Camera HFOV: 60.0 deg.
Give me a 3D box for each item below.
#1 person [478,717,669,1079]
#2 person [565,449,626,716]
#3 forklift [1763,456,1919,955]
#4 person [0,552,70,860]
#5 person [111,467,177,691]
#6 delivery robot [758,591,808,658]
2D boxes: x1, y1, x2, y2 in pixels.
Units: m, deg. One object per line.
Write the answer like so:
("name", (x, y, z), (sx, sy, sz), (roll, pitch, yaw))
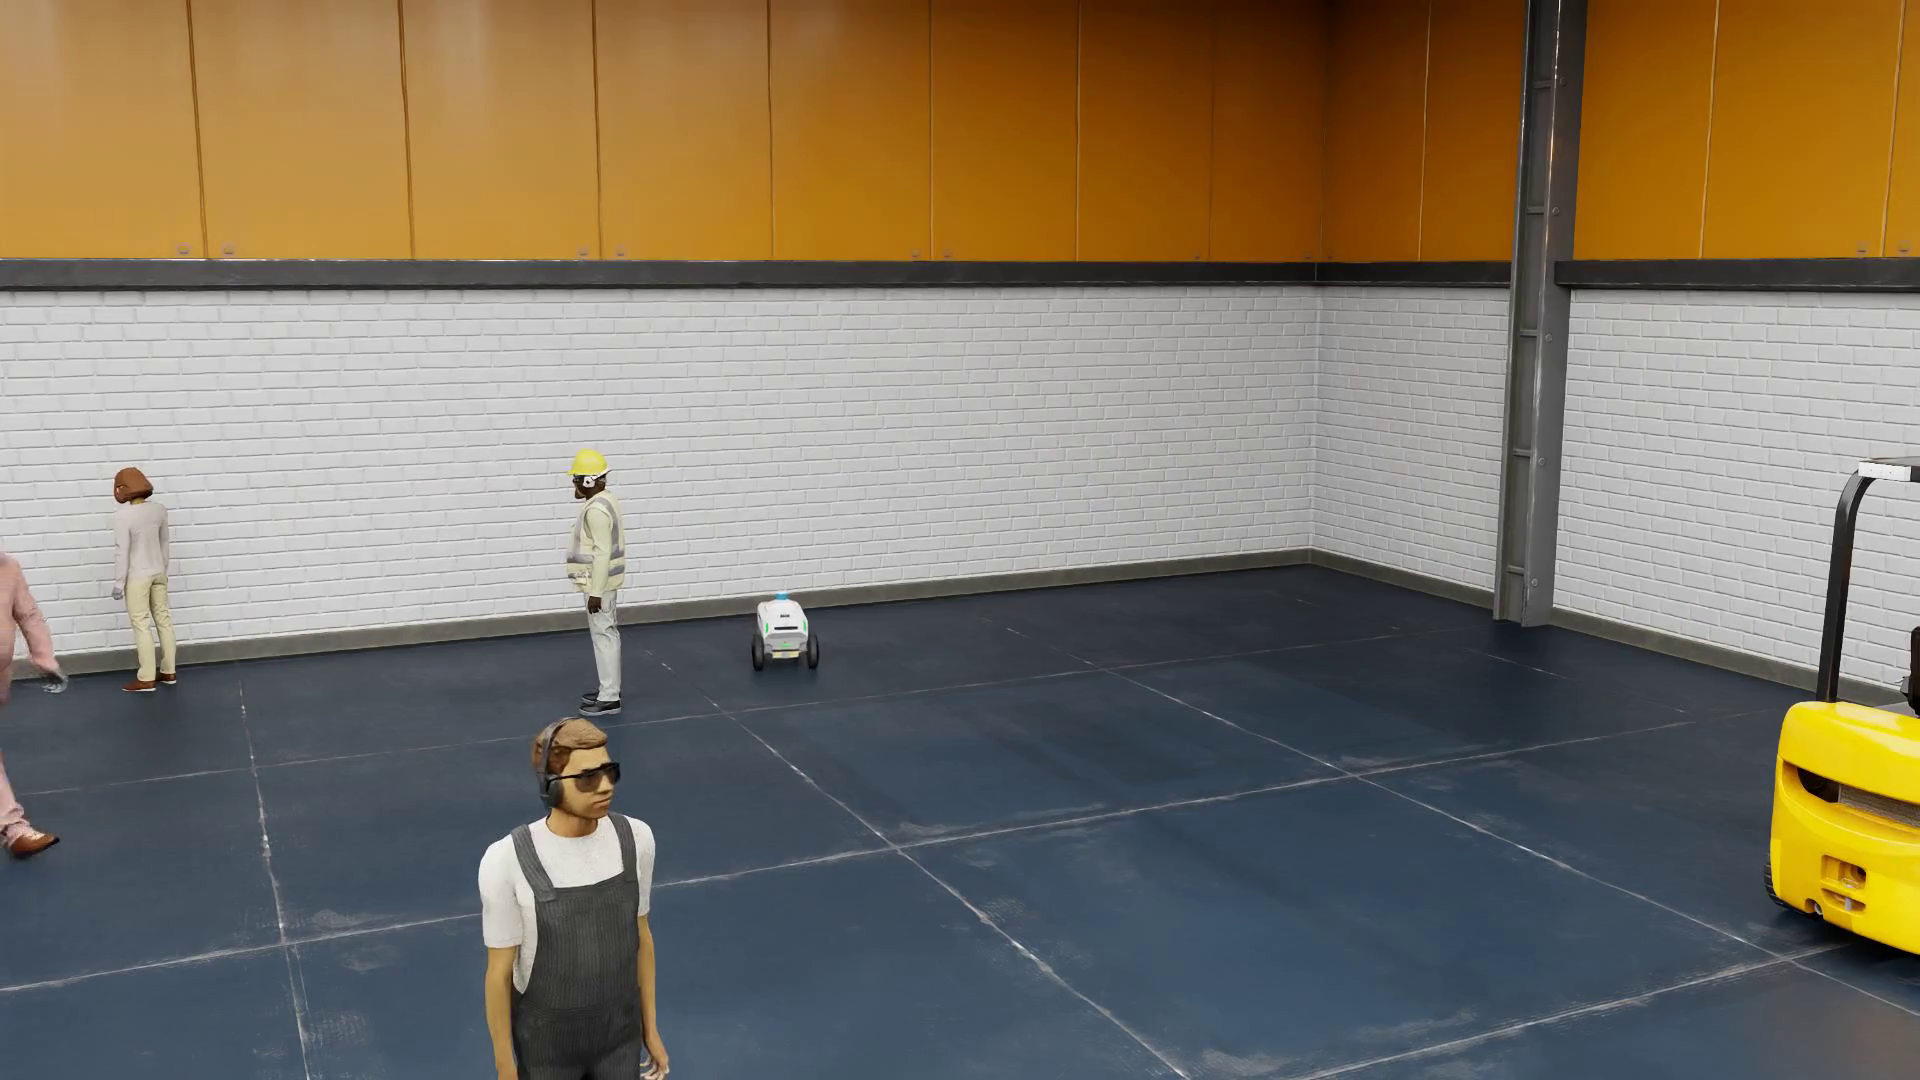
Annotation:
("person", (-1.041, 1.387, 4.568), (0.506, 1.847, 0.345), (-8, 12, -39))
("person", (-2.502, 0.286, 11.436), (0.403, 1.830, 0.601), (-1, 9, -7))
("forklift", (4.857, 0.731, 7.561), (2.313, 2.155, 1.214), (-4, 10, -25))
("person", (-5.072, 0.727, 8.665), (1.027, 1.846, 0.642), (3, 10, 15))
("person", (-5.940, 0.282, 12.076), (0.281, 1.633, 0.499), (3, 10, 16))
("delivery robot", (-1.379, 0.641, 12.899), (0.477, 0.478, 0.707), (-2, 9, -11))
